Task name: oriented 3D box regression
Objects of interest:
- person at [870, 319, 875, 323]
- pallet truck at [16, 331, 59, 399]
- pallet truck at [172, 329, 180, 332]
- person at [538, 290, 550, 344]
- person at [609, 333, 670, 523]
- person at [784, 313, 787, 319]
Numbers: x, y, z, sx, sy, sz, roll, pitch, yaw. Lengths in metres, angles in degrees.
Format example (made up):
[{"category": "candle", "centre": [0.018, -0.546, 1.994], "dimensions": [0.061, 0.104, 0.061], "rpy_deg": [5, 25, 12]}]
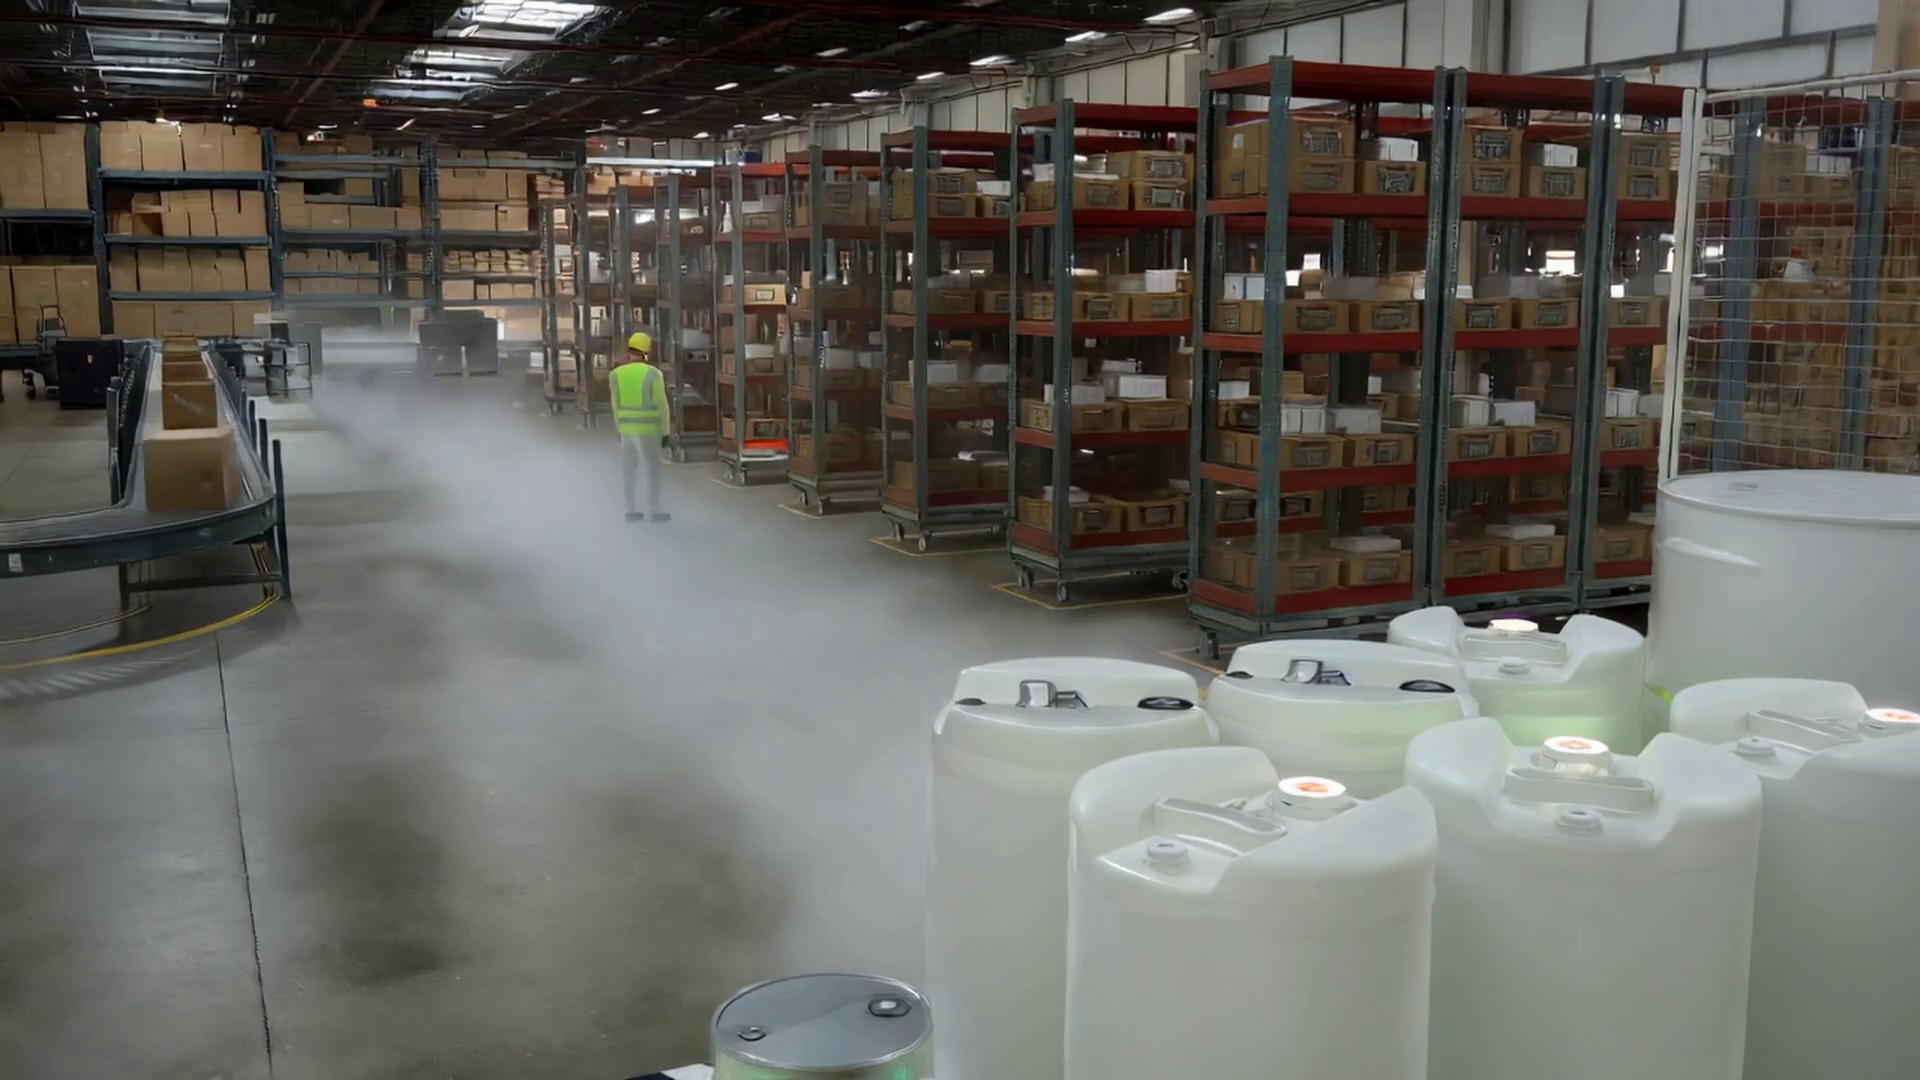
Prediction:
[{"category": "person", "centre": [-2.628, -6.492, 49.409], "dimensions": [0.615, 1.889, 1.011], "rpy_deg": [7, 12, 37]}, {"category": "pallet truck", "centre": [-17.082, -3.353, 31.781], "dimensions": [1.630, 1.274, 0.653], "rpy_deg": [-4, 10, -25]}, {"category": "pallet truck", "centre": [-17.275, -3.851, 35.096], "dimensions": [1.601, 1.201, 0.680], "rpy_deg": [0, 9, 1]}, {"category": "person", "centre": [-11.145, -5.762, 44.777], "dimensions": [0.423, 1.927, 0.564], "rpy_deg": [-5, 10, -26]}, {"category": "person", "centre": [-3.050, -1.065, 15.949], "dimensions": [0.596, 1.830, 0.404], "rpy_deg": [3, 10, 15]}, {"category": "person", "centre": [-5.009, -6.283, 48.517], "dimensions": [0.314, 1.768, 0.527], "rpy_deg": [-4, 10, -23]}]
